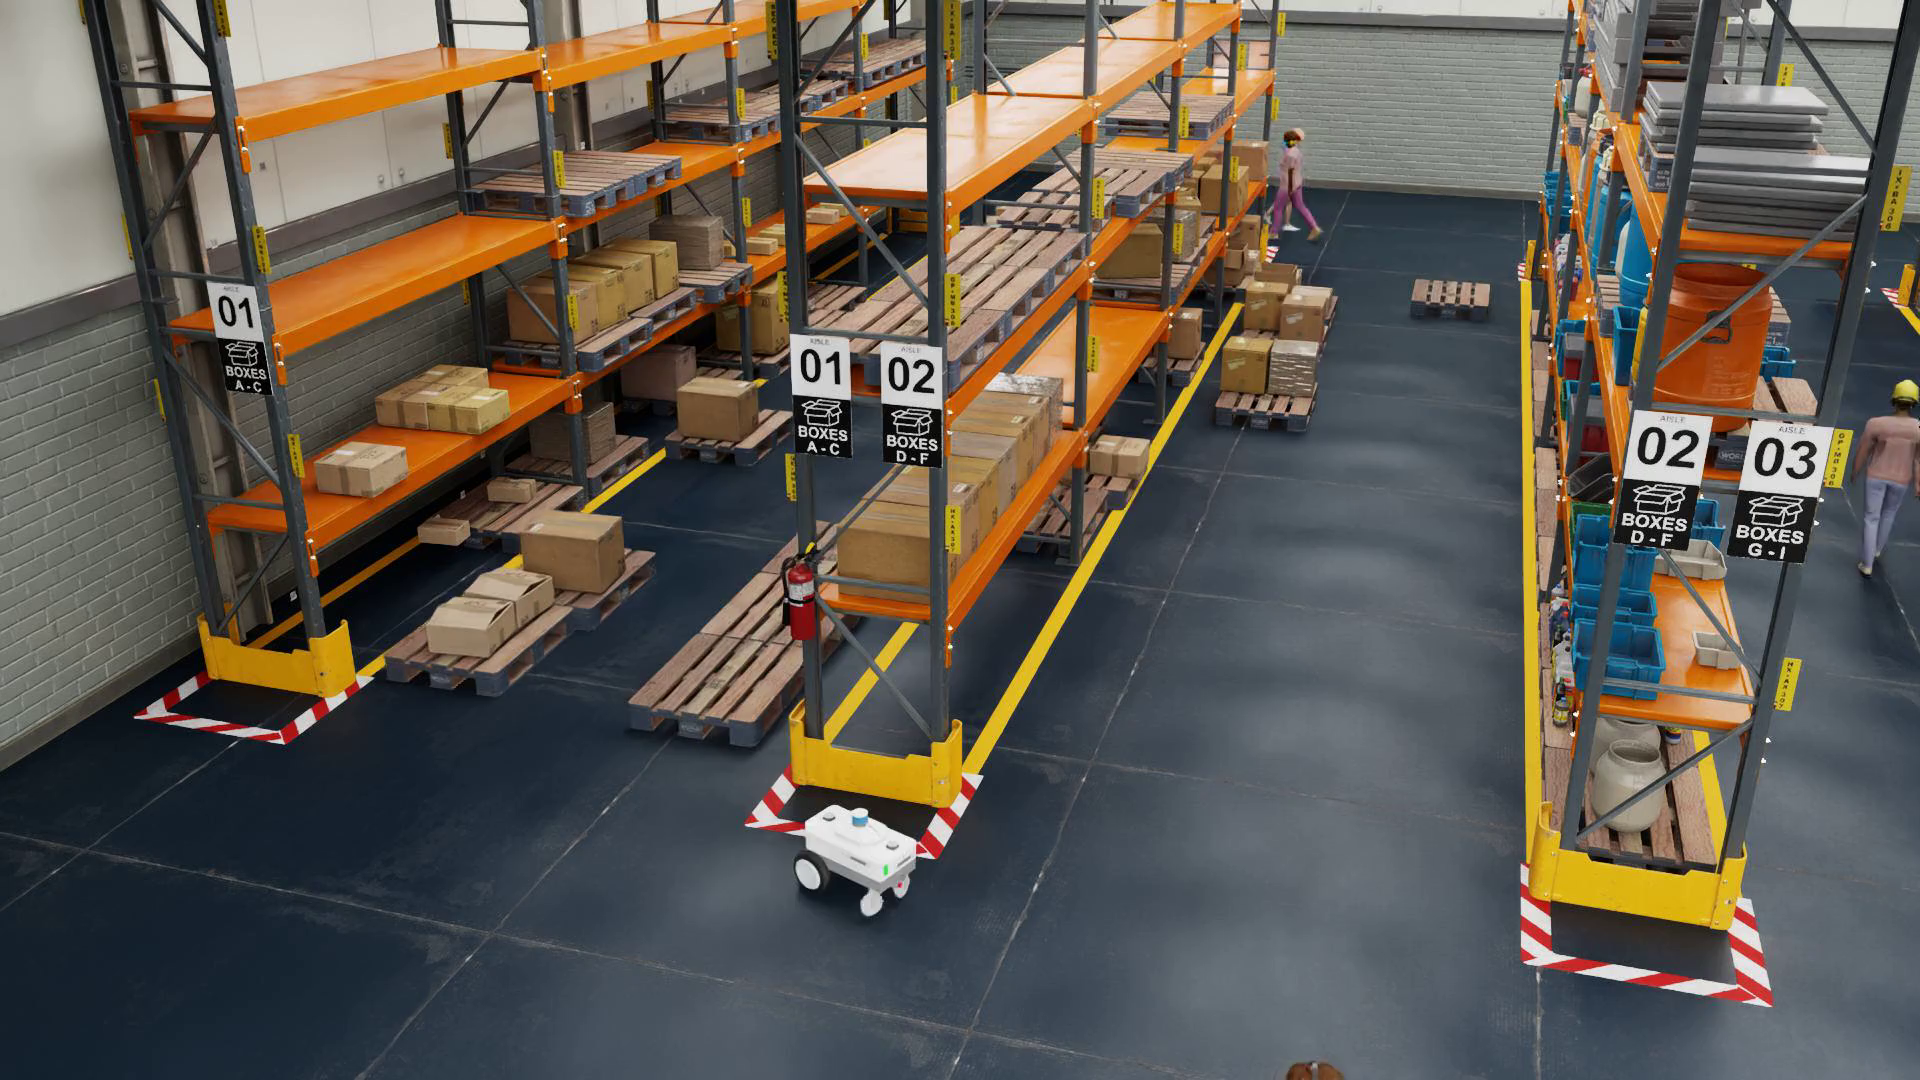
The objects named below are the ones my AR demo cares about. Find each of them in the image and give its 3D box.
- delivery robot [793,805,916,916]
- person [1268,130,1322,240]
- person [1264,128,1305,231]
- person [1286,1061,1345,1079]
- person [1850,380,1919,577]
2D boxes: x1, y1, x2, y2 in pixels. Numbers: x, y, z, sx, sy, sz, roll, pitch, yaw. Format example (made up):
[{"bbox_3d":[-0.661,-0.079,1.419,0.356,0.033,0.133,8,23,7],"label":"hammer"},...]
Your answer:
[{"bbox_3d":[-0.632,1.936,10.310,0.744,0.584,0.513,17,29,34],"label":"delivery robot"},{"bbox_3d":[5.300,-5.582,26.241,0.902,1.757,0.500,12,26,25],"label":"person"},{"bbox_3d":[5.248,-5.846,26.966,0.569,1.665,0.506,1,23,2],"label":"person"},{"bbox_3d":[1.326,2.833,6.677,0.946,1.796,0.640,5,24,12],"label":"person"},{"bbox_3d":[8.154,-0.584,14.659,0.550,1.733,0.786,8,25,18],"label":"person"}]
